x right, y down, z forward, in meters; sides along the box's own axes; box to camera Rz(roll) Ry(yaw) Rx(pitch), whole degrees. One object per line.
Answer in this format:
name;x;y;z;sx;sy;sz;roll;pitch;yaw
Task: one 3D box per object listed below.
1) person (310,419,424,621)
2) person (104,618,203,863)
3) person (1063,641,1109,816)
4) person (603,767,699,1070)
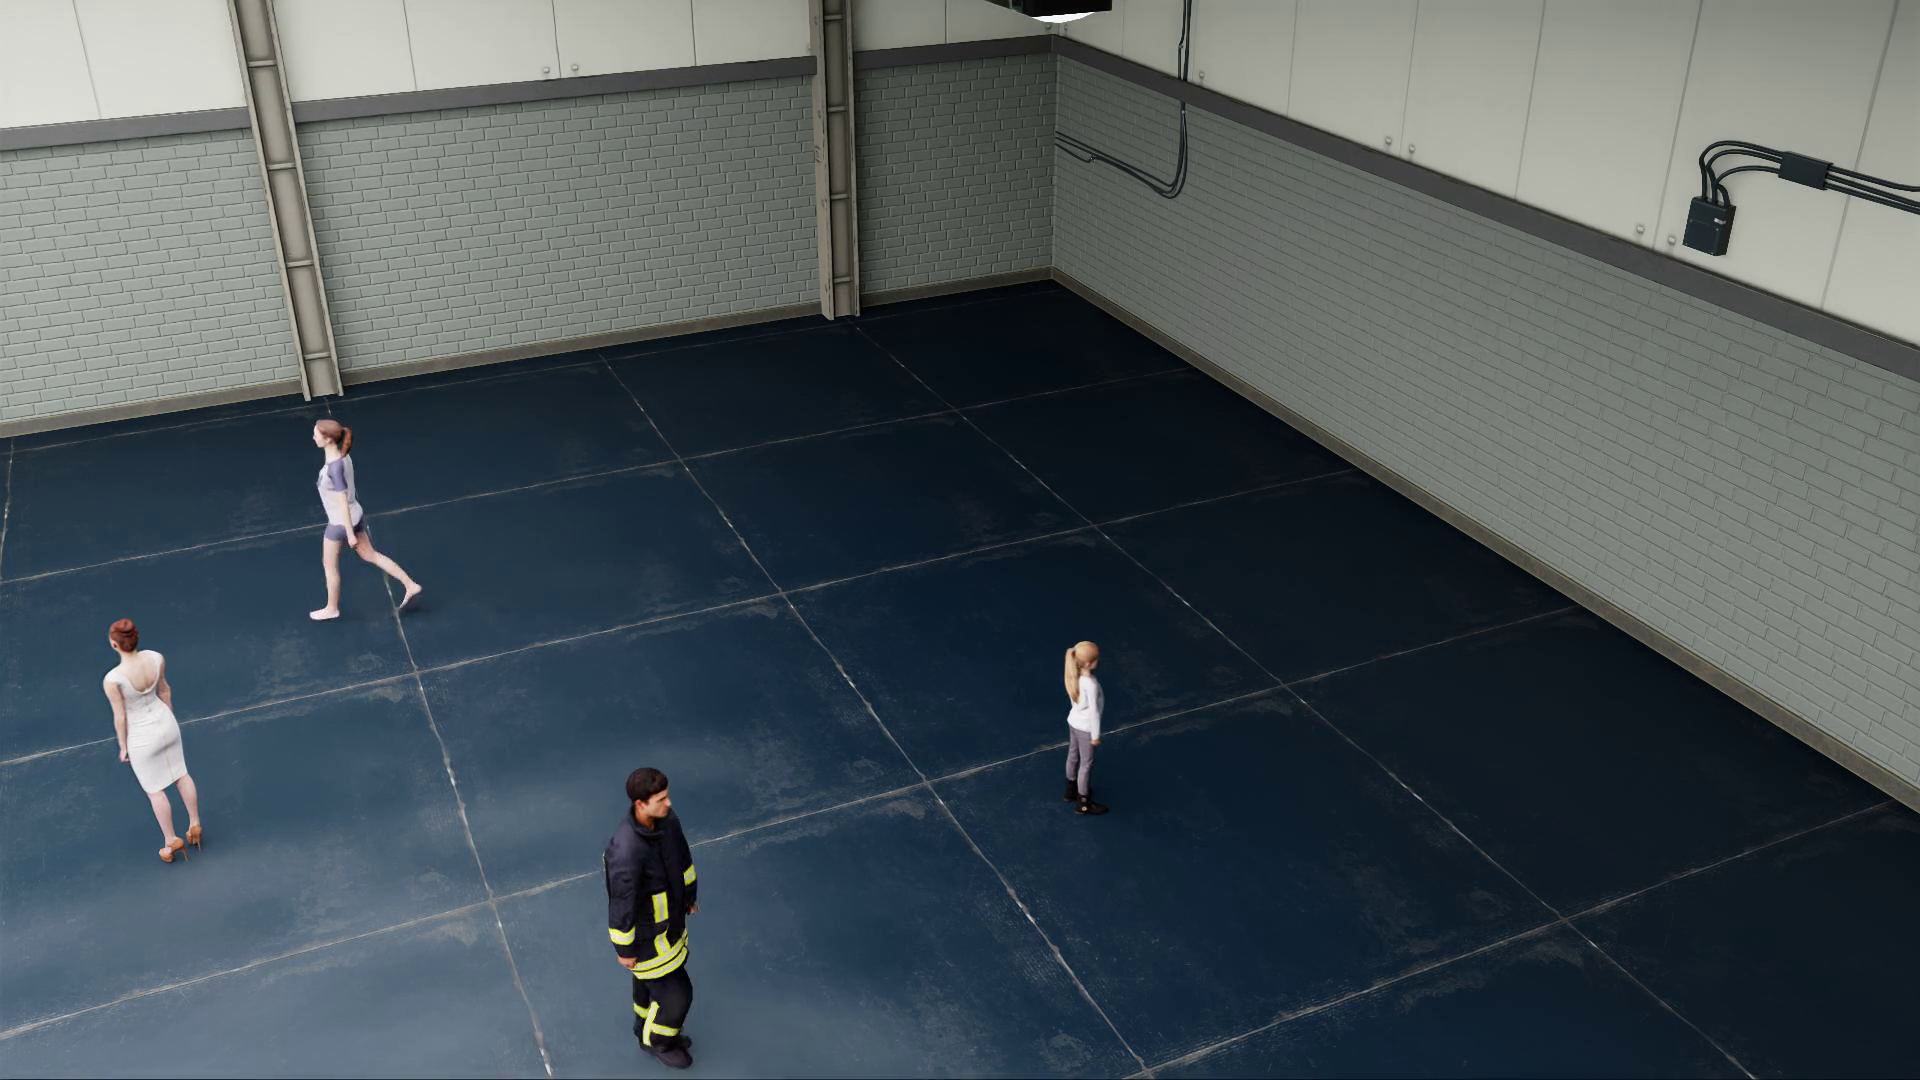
person;-4.819;-0.151;13.301;1.194;1.732;0.839;-3;27;-5
person;-5.097;1.256;10.501;0.691;1.792;0.595;14;31;26
person;0.817;1.236;11.103;0.516;1.279;0.504;-9;29;-17
person;-1.736;2.007;8.910;0.968;1.914;0.930;7;28;14
